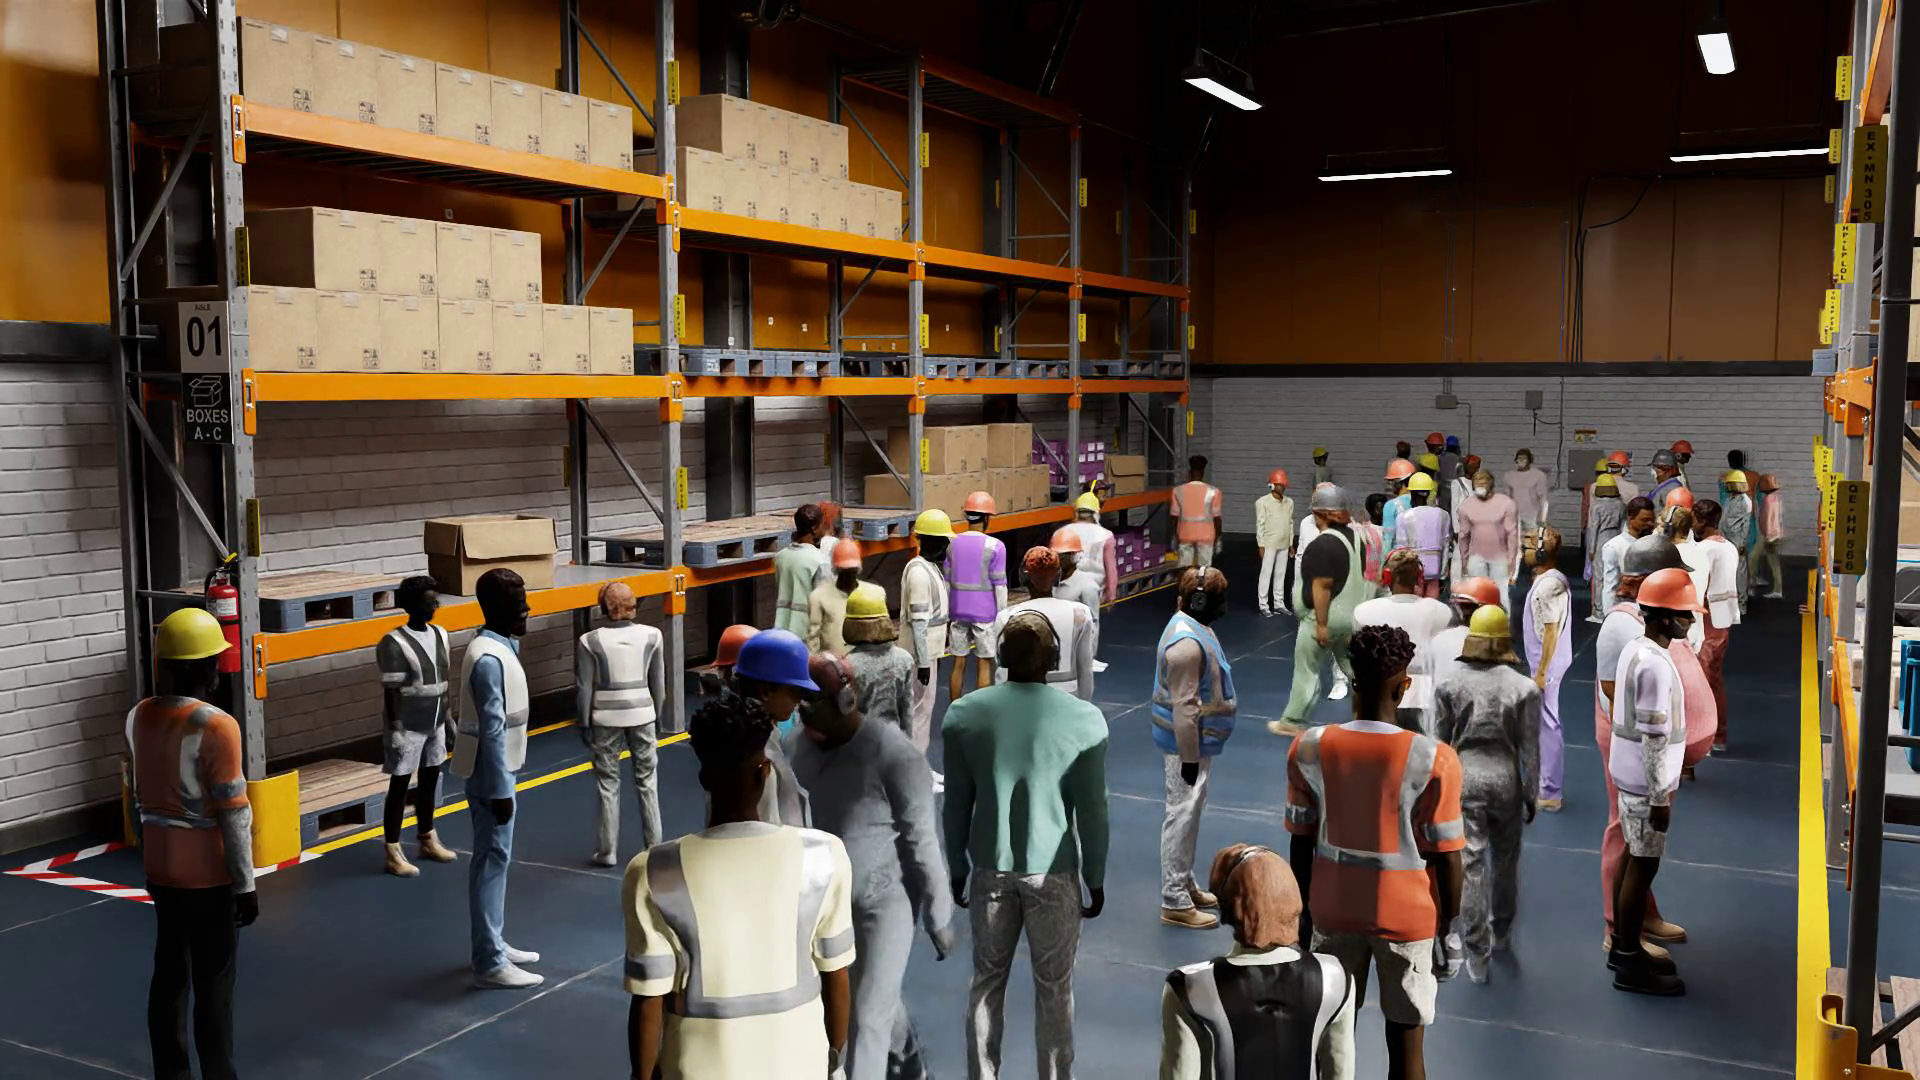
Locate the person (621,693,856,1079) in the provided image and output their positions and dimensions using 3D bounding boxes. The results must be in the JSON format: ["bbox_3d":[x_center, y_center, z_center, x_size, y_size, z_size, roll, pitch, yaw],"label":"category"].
[{"bbox_3d":[-0.567,1.374,4.308,0.607,1.962,0.373,-2,6,-18],"label":"person"}]

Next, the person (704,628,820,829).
[{"bbox_3d":[-0.665,1.264,5.616,0.402,1.938,0.603,-1,5,-14],"label":"person"}]

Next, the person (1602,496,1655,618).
[{"bbox_3d":[5.193,0.609,12.850,0.603,1.904,0.386,-3,6,-26],"label":"person"}]

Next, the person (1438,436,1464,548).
[{"bbox_3d":[7.984,-0.727,27.084,0.610,1.935,0.412,4,6,33],"label":"person"}]

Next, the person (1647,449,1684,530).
[{"bbox_3d":[7.884,-0.008,18.763,0.537,2.000,0.678,2,6,17],"label":"person"}]

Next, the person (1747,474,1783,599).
[{"bbox_3d":[10.317,-0.046,21.466,0.681,1.608,0.520,4,7,38],"label":"person"}]

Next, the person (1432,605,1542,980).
[{"bbox_3d":[2.490,1.159,7.922,0.490,1.706,0.816,1,5,14],"label":"person"}]

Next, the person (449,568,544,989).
[{"bbox_3d":[-2.147,1.083,7.676,0.399,1.920,0.590,-1,5,-14],"label":"person"}]

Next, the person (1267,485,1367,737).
[{"bbox_3d":[2.905,0.545,12.808,1.010,2.000,0.692,5,7,44],"label":"person"}]

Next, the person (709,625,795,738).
[{"bbox_3d":[-0.898,1.227,7.089,0.350,1.739,0.575,1,5,15],"label":"person"}]

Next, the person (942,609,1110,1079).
[{"bbox_3d":[0.242,1.221,6.151,0.631,1.932,0.373,1,6,16],"label":"person"}]

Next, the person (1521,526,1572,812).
[{"bbox_3d":[3.786,0.832,10.780,0.326,1.841,0.514,2,6,24],"label":"person"}]

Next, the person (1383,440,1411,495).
[{"bbox_3d":[7.042,-0.674,26.807,0.429,1.876,0.605,-3,6,-29],"label":"person"}]

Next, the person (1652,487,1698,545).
[{"bbox_3d":[5.917,0.522,13.693,0.552,1.924,0.393,2,6,16],"label":"person"}]

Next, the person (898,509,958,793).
[{"bbox_3d":[-0.213,0.749,11.271,0.397,1.920,0.586,0,5,5],"label":"person"}]

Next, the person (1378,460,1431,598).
[{"bbox_3d":[4.277,0.242,16.114,0.606,2.036,0.406,-4,6,-34],"label":"person"}]

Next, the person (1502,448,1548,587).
[{"bbox_3d":[7.789,-0.325,22.897,0.641,1.908,0.919,4,6,35],"label":"person"}]

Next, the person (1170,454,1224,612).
[{"bbox_3d":[2.789,-0.036,19.574,0.616,1.948,0.449,2,6,21],"label":"person"}]

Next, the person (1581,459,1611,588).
[{"bbox_3d":[8.652,-0.214,22.440,0.523,1.769,0.316,2,6,24],"label":"person"}]

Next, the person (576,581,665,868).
[{"bbox_3d":[-1.932,1.054,9.523,0.515,1.636,0.313,-2,6,-25],"label":"person"}]

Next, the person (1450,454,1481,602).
[{"bbox_3d":[6.415,-0.142,21.026,0.574,1.887,0.355,-5,7,-41],"label":"person"}]

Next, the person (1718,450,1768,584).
[{"bbox_3d":[10.923,-0.324,23.230,0.667,1.850,0.942,1,5,11],"label":"person"}]

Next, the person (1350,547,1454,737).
[{"bbox_3d":[2.510,0.962,9.463,0.576,1.833,0.399,1,5,6],"label":"person"}]

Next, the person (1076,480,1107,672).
[{"bbox_3d":[1.256,0.345,15.981,0.341,1.856,0.524,1,5,6],"label":"person"}]

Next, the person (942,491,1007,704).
[{"bbox_3d":[0.124,0.580,13.067,0.549,1.927,0.393,2,6,25],"label":"person"}]

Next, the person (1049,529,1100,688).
[{"bbox_3d":[0.729,0.797,11.656,0.344,1.748,0.576,-4,7,-36],"label":"person"}]

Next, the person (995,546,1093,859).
[{"bbox_3d":[0.449,0.974,9.041,0.572,1.883,0.353,-2,6,-18],"label":"person"}]

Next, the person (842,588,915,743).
[{"bbox_3d":[-0.454,1.106,8.419,0.488,1.737,0.324,-4,7,-37],"label":"person"}]

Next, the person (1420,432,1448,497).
[{"bbox_3d":[7.231,-0.626,25.447,0.406,2.036,0.607,3,6,26],"label":"person"}]

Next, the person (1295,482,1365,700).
[{"bbox_3d":[3.206,0.444,14.617,0.651,1.907,0.409,5,7,44],"label":"person"}]

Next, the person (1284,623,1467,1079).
[{"bbox_3d":[1.395,1.253,5.591,0.605,1.966,0.367,3,6,30],"label":"person"}]

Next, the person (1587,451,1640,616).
[{"bbox_3d":[7.675,-0.049,19.511,0.620,1.986,0.408,5,7,43],"label":"person"}]

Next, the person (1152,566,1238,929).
[{"bbox_3d":[1.203,1.048,8.532,0.430,1.837,0.629,1,5,12],"label":"person"}]

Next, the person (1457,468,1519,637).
[{"bbox_3d":[5.501,0.195,17.292,0.645,1.909,0.635,3,6,32],"label":"person"}]

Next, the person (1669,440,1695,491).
[{"bbox_3d":[10.020,-0.400,23.220,0.396,1.993,0.617,3,6,27],"label":"person"}]

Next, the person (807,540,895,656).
[{"bbox_3d":[-0.732,0.848,11.307,0.576,1.700,0.893,-2,6,-20],"label":"person"}]

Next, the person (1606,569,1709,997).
[{"bbox_3d":[3.167,1.089,7.577,0.389,1.929,0.547,1,5,15],"label":"person"}]

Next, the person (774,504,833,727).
[{"bbox_3d":[-1.110,0.704,11.799,0.391,1.912,0.589,-5,7,-41],"label":"person"}]

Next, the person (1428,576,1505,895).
[{"bbox_3d":[2.735,1.058,8.913,0.382,1.730,0.588,-1,5,-15],"label":"person"}]

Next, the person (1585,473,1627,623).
[{"bbox_3d":[7.481,0.097,19.279,0.486,1.738,0.321,-1,6,-15],"label":"person"}]

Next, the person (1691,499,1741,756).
[{"bbox_3d":[5.597,0.651,12.421,0.598,1.906,0.404,-5,7,-44],"label":"person"}]

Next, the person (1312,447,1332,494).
[{"bbox_3d":[5.817,-0.620,26.829,0.315,1.766,0.523,3,6,33],"label":"person"}]

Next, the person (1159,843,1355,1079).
[{"bbox_3d":[0.721,1.557,4.068,0.522,1.637,0.305,-1,5,-14],"label":"person"}]

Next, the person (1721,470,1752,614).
[{"bbox_3d":[9.295,0.026,19.980,0.295,1.744,0.484,-1,5,-6],"label":"person"}]

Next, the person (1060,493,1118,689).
[{"bbox_3d":[1.121,0.465,15.183,0.611,1.776,0.792,3,6,27],"label":"person"}]

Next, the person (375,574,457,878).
[{"bbox_3d":[-3.065,1.032,9.406,0.318,1.693,0.546,2,6,23],"label":"person"}]

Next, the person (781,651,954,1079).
[{"bbox_3d":[-0.335,1.285,5.947,0.681,1.854,0.929,4,6,34],"label":"person"}]

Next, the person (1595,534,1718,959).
[{"bbox_3d":[3.366,0.988,8.049,0.538,2.000,0.687,4,7,36],"label":"person"}]

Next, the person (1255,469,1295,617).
[{"bbox_3d":[3.765,0.035,19.812,0.563,1.755,0.320,-3,6,-32],"label":"person"}]

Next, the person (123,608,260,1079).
[{"bbox_3d":[-2.845,1.213,6.212,0.592,1.930,0.356,3,6,27],"label":"person"}]

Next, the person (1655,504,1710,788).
[{"bbox_3d":[4.903,0.723,11.434,0.627,1.941,0.370,-5,7,-44],"label":"person"}]

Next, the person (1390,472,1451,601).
[{"bbox_3d":[4.369,0.321,15.817,0.585,1.929,0.370,-2,6,-19],"label":"person"}]
